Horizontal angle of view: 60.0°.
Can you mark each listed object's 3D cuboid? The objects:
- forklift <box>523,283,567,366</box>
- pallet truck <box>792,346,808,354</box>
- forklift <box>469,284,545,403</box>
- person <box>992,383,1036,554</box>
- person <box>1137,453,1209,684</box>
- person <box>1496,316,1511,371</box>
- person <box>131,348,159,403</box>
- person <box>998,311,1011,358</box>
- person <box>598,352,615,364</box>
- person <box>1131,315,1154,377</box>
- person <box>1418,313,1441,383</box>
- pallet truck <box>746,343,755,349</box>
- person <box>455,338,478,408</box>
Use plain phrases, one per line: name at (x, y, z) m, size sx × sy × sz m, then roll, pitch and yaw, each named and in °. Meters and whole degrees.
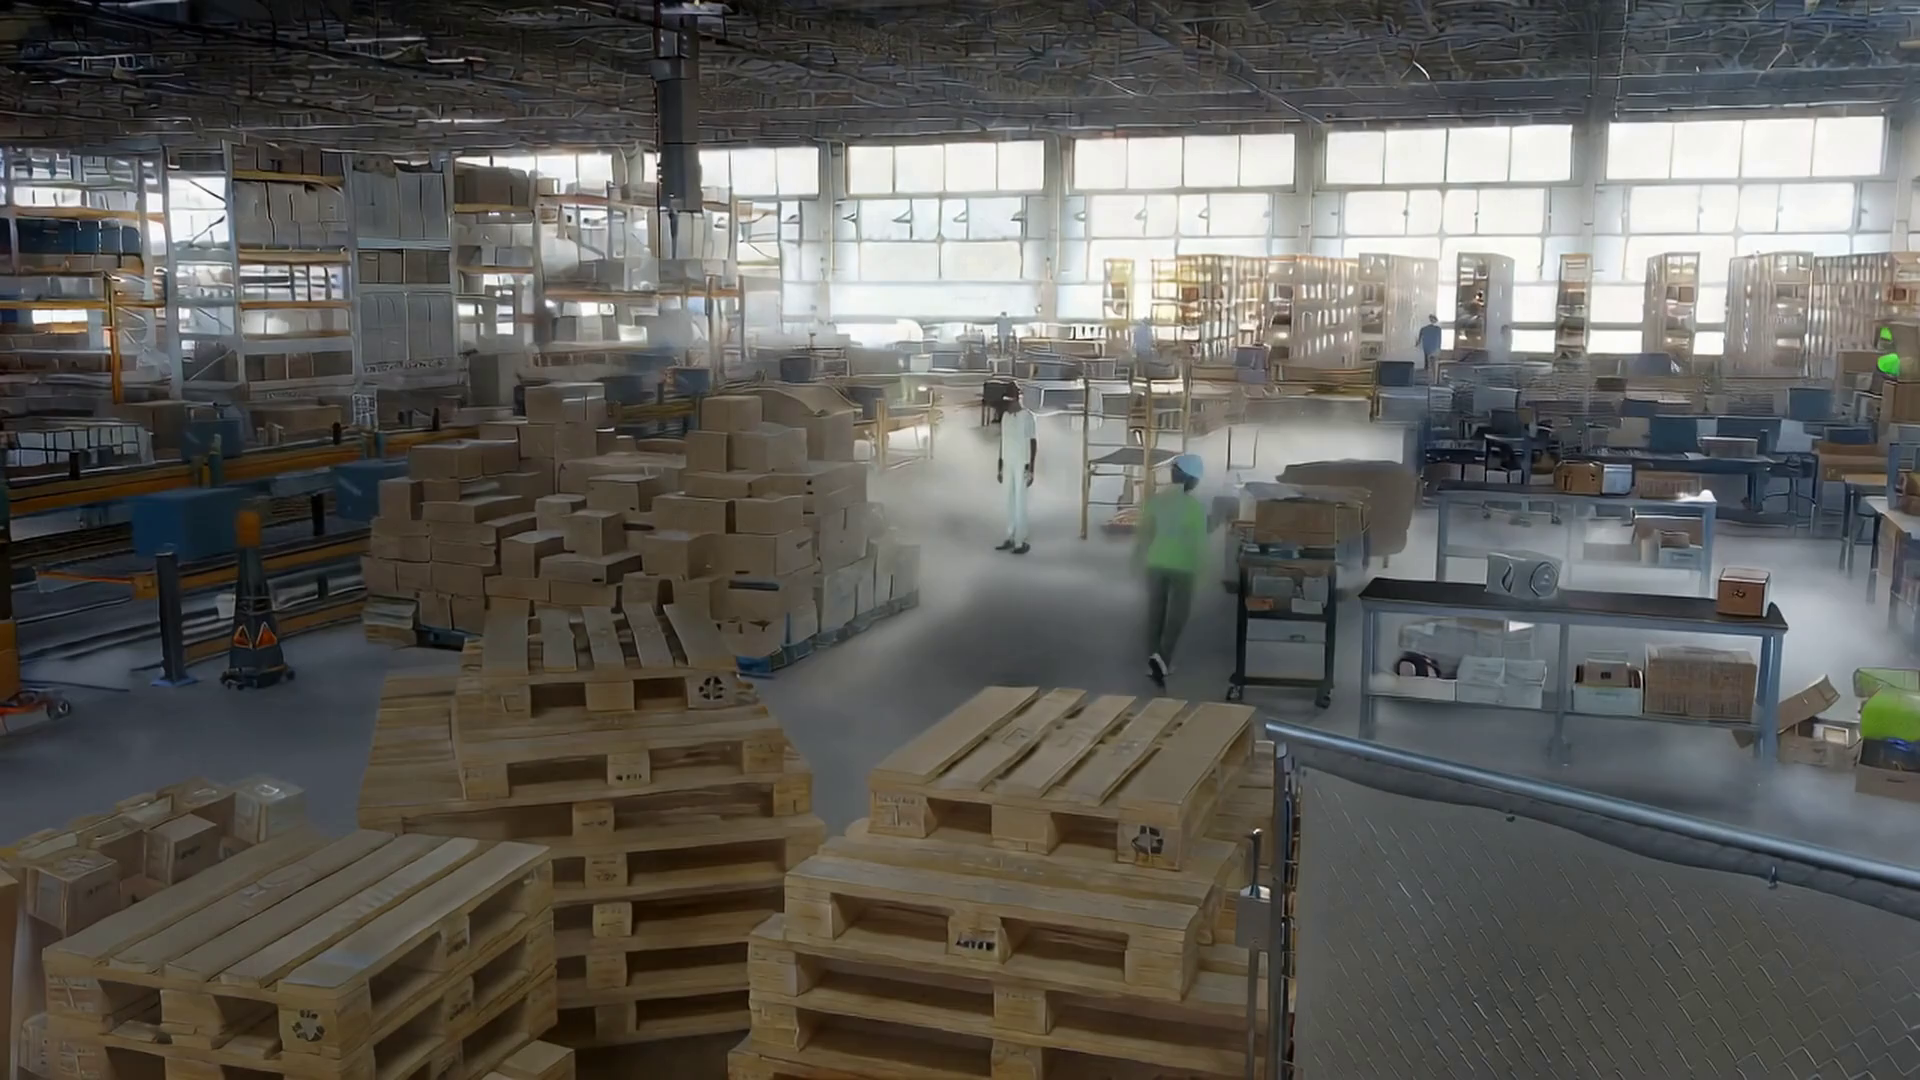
forklift at (-11.430, -5.745, 46.164) m, size 1.129 × 2.768 × 1.873 m, roll 3°, pitch 10°, yaw 20°
pallet truck at (-3.705, -4.298, 42.022) m, size 0.653 × 1.274 × 1.630 m, roll 3°, pitch 10°, yaw 20°
forklift at (-10.832, -4.702, 39.610) m, size 1.129 × 2.768 × 1.873 m, roll 3°, pitch 10°, yaw 20°
person at (0.597, -0.784, 18.174) m, size 0.313 × 1.869 × 0.538 m, roll -9°, pitch 12°, yaw -43°
person at (1.536, 0.217, 12.334) m, size 0.588 × 1.724 × 0.591 m, roll 6°, pitch 11°, yaw 33°
person at (16.348, -5.842, 50.079) m, size 0.829 × 1.822 × 0.563 m, roll 4°, pitch 10°, yaw 26°
person at (-13.916, -2.399, 28.544) m, size 0.585 × 1.806 × 0.863 m, roll 4°, pitch 10°, yaw 25°
person at (1.617, -7.502, 60.790) m, size 0.480 × 1.734 × 0.333 m, roll -1°, pitch 9°, yaw -6°
person at (-9.343, -4.726, 43.827) m, size 0.894 × 1.584 × 0.516 m, roll -7°, pitch 12°, yaw -38°
person at (5.295, -5.582, 48.229) m, size 0.645 × 1.894 × 0.573 m, roll 1°, pitch 9°, yaw 5°
person at (13.213, -5.399, 46.797) m, size 0.638 × 1.982 × 0.522 m, roll 3°, pitch 9°, yaw 17°
pallet truck at (-6.183, -4.618, 44.264) m, size 1.601 × 1.201 × 0.680 m, roll -9°, pitch 12°, yaw -43°
person at (-10.663, -3.504, 35.824) m, size 0.551 × 1.678 × 0.369 m, roll 5°, pitch 10°, yaw 29°
